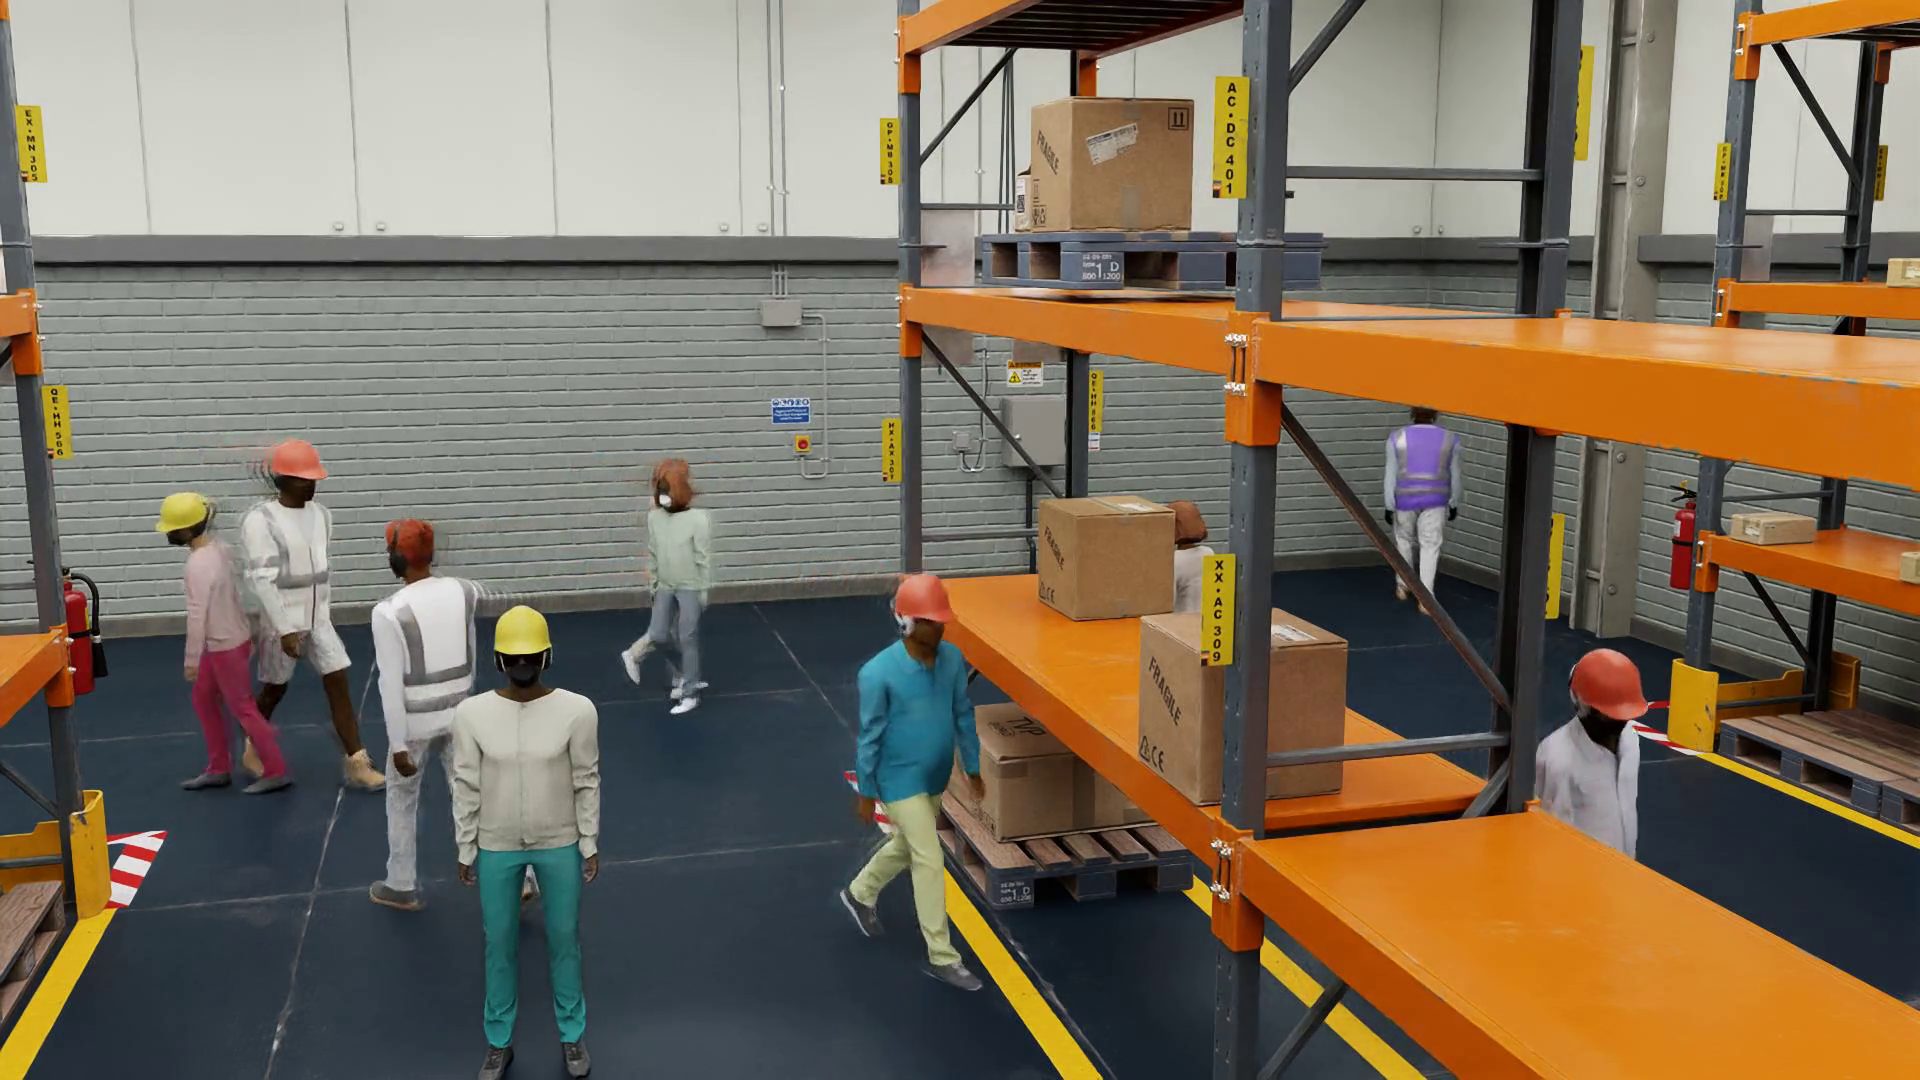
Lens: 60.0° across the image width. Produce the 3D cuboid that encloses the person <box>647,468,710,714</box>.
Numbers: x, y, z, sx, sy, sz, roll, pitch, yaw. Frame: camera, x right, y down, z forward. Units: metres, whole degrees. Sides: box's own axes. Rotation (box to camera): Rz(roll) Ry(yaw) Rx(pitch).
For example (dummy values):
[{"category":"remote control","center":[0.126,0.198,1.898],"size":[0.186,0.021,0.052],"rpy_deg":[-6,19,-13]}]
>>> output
[{"category":"person","center":[-1.837,0.331,10.899],"size":[0.503,1.620,0.364],"rpy_deg":[5,11,25]}]

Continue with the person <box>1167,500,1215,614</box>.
[{"category":"person","center":[1.251,0.582,9.407],"size":[0.284,1.636,0.500],"rpy_deg":[9,13,40]}]

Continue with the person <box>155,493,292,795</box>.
[{"category":"person","center":[-4.072,0.584,9.130],"size":[0.706,1.723,0.542],"rpy_deg":[-3,10,-17]}]

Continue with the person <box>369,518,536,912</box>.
[{"category":"person","center":[-2.326,0.817,7.479],"size":[0.902,1.853,0.577],"rpy_deg":[7,12,35]}]

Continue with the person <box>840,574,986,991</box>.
[{"category":"person","center":[-0.224,0.961,7.038],"size":[0.861,1.717,0.578],"rpy_deg":[8,13,40]}]

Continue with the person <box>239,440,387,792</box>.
[{"category":"person","center":[-3.699,0.430,9.291],"size":[1.022,1.995,0.620],"rpy_deg":[5,11,26]}]

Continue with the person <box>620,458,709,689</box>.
[{"category":"person","center":[-2.025,0.242,11.376],"size":[0.503,1.617,0.527],"rpy_deg":[1,10,5]}]

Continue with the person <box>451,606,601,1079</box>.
[{"category":"person","center":[-1.566,1.106,6.046],"size":[0.525,1.772,0.303],"rpy_deg":[-2,10,-12]}]

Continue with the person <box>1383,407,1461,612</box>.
[{"category":"person","center":[3.909,-0.316,14.092],"size":[0.637,1.800,0.884],"rpy_deg":[2,10,12]}]
